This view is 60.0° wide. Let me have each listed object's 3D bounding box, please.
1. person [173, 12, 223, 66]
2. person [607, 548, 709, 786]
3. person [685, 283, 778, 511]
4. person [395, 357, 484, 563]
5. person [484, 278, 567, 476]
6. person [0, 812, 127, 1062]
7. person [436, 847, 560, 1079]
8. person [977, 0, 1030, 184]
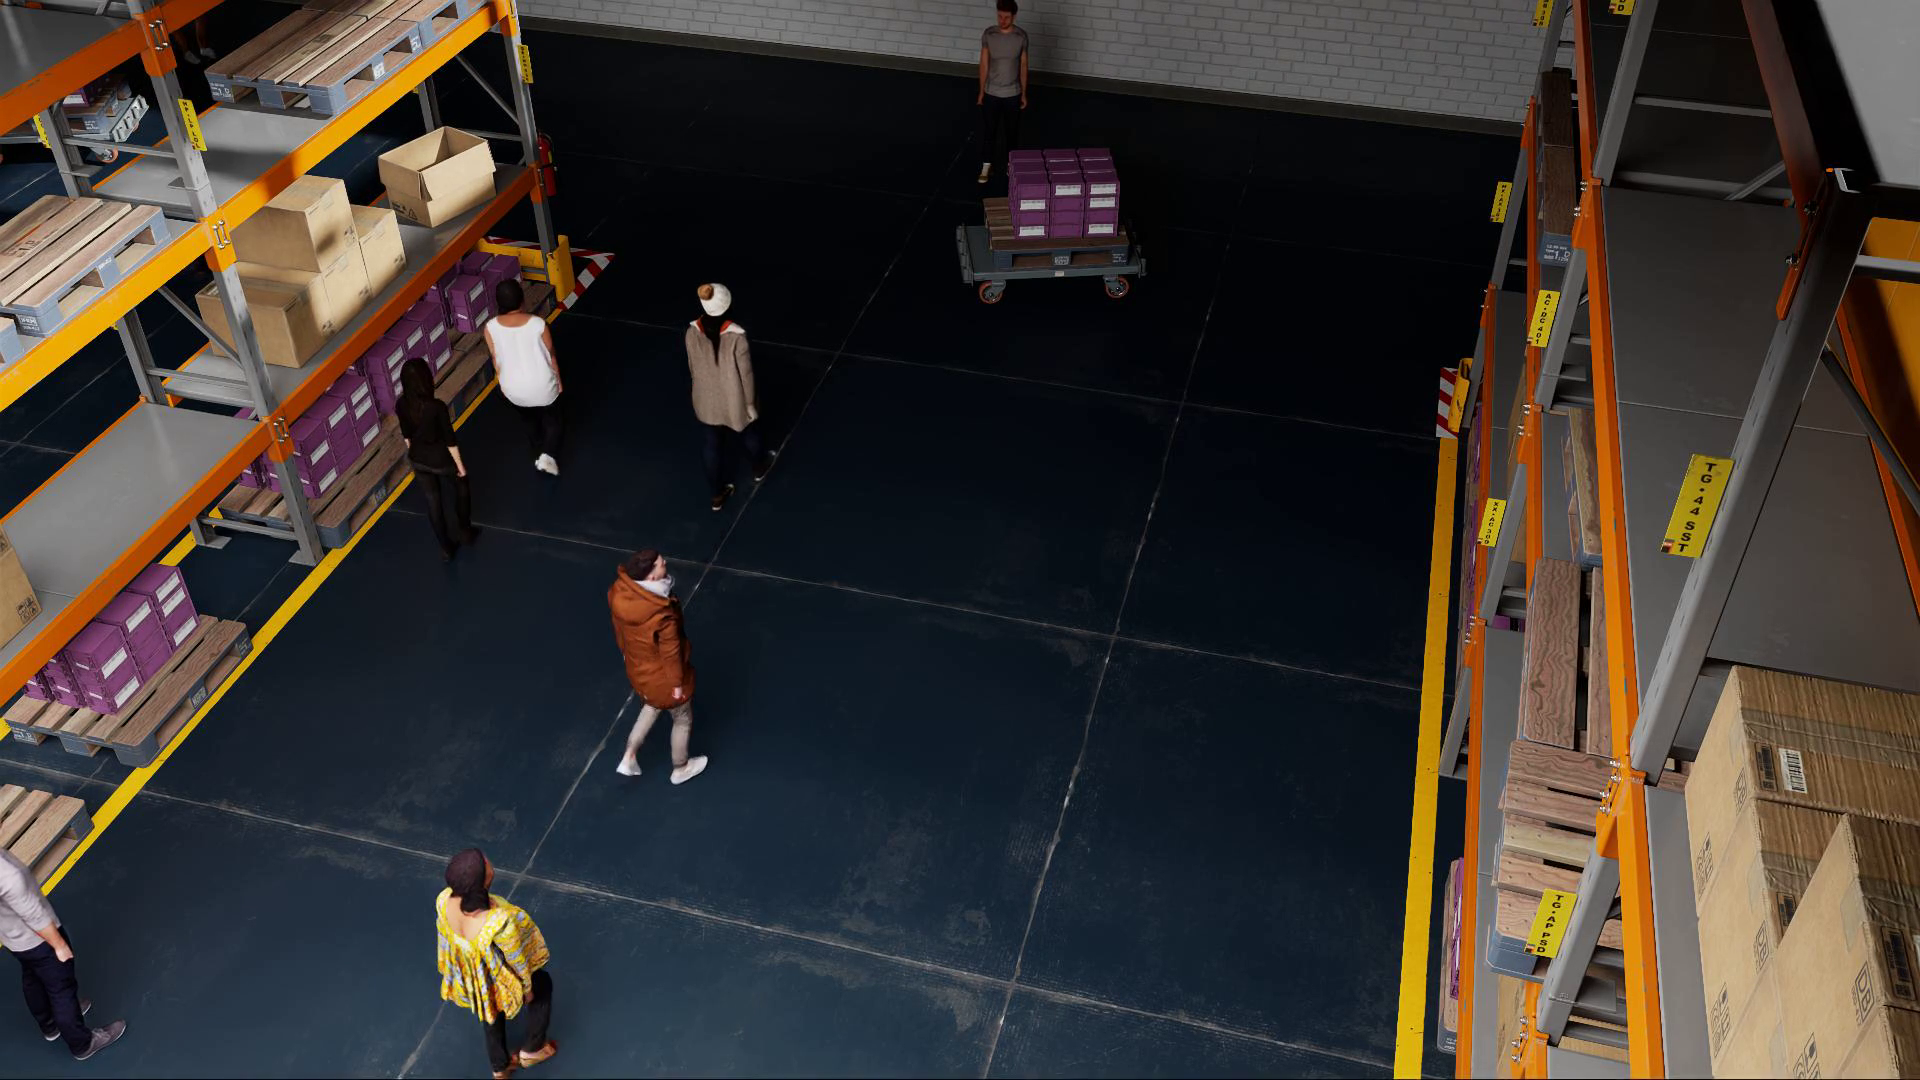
[{"bbox_3d":[-8.948,-6.301,18.810,0.863,1.813,0.732,22,43,25],"label":"person"},{"bbox_3d":[-1.854,0.808,9.897,0.892,1.827,0.990,28,46,30],"label":"person"},{"bbox_3d":[-1.770,-1.014,12.149,0.723,1.866,0.950,11,40,13],"label":"person"},{"bbox_3d":[-3.726,-0.511,11.704,0.642,1.633,0.676,4,39,5],"label":"person"},{"bbox_3d":[-3.246,-1.181,12.508,0.730,1.677,0.817,3,39,4],"label":"person"},{"bbox_3d":[-4.748,1.967,8.435,0.716,1.841,0.657,23,44,26],"label":"person"},{"bbox_3d":[-2.358,2.209,8.293,0.756,1.640,0.782,17,42,20],"label":"person"},{"bbox_3d":[0.422,-4.446,16.428,0.691,1.888,0.621,3,39,4],"label":"person"}]
